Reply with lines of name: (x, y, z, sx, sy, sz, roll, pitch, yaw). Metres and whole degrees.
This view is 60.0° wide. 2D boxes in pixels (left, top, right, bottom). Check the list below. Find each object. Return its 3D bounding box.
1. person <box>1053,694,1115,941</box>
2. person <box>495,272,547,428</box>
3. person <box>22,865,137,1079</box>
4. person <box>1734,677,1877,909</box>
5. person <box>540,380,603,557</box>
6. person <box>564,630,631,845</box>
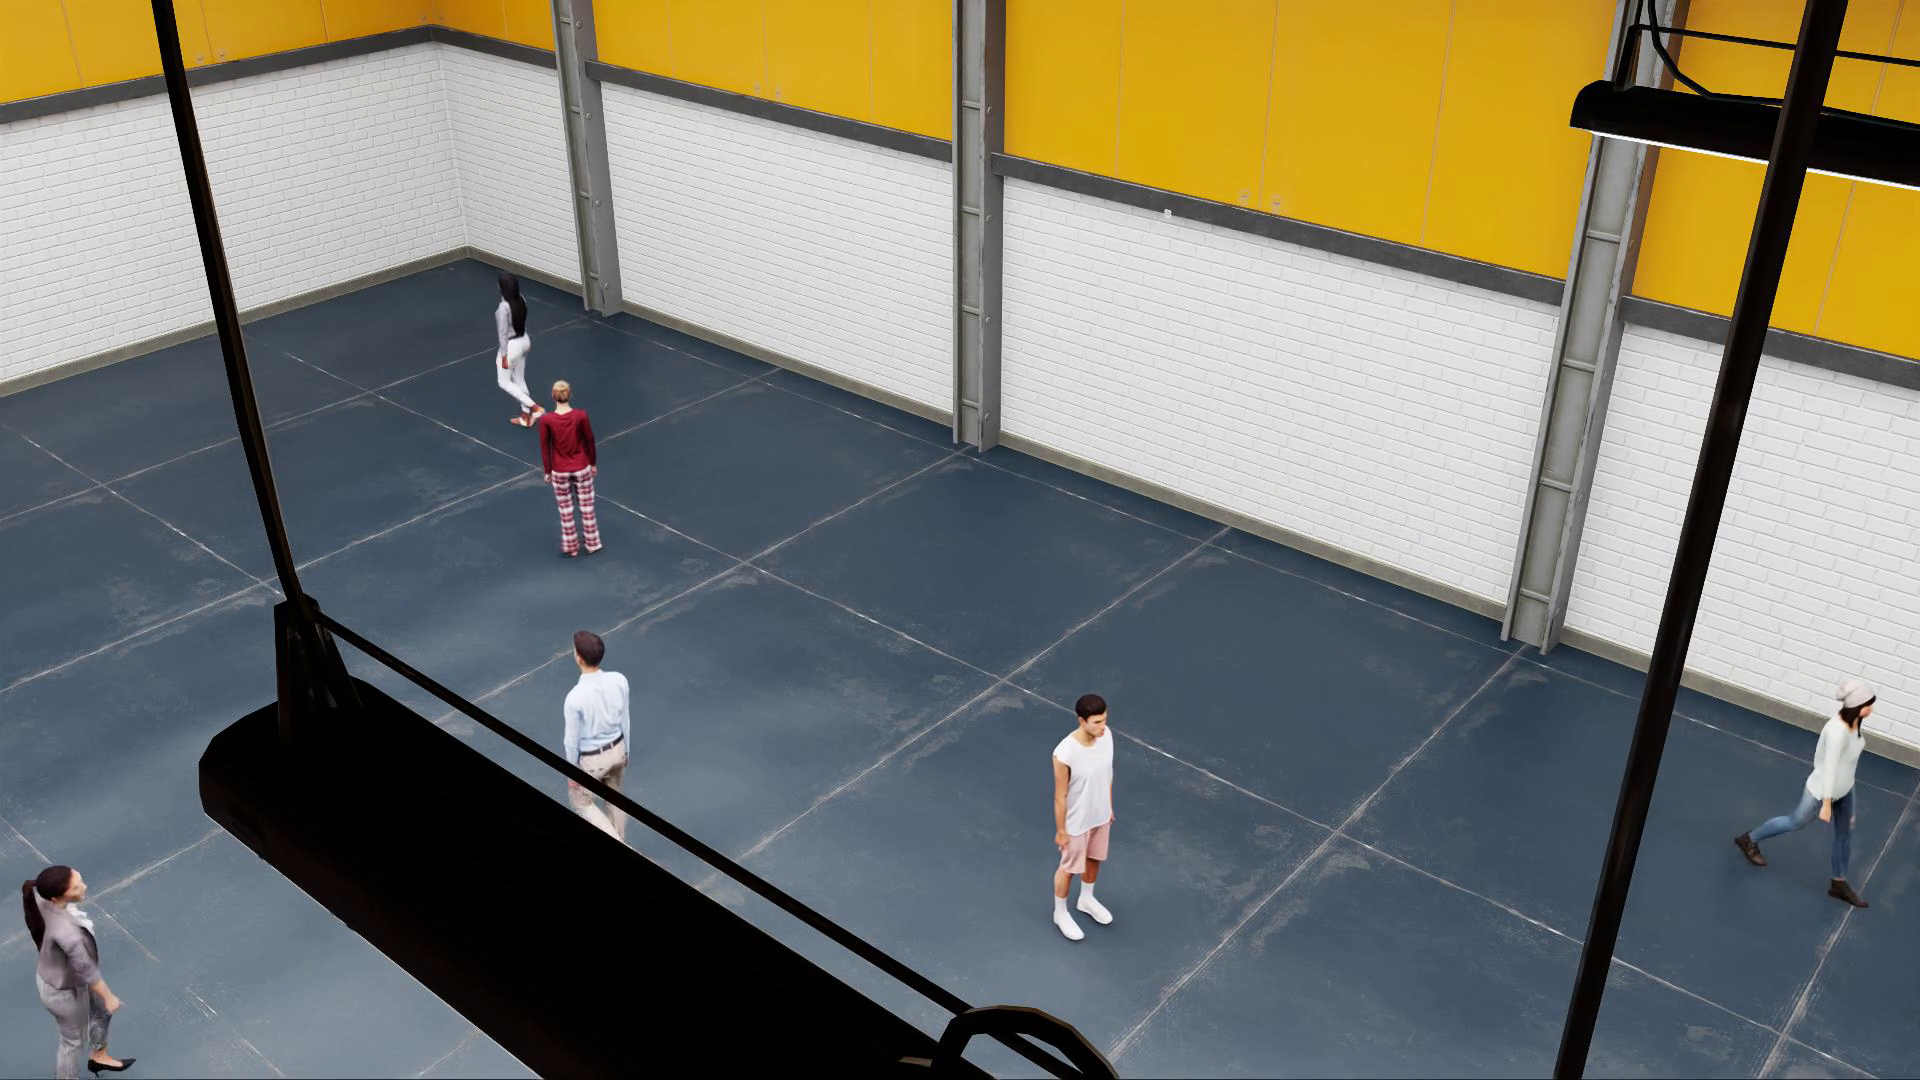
person: (0.771, 1.699, 10.444, 0.647, 1.784, 0.601, -24, 37, -36)
person: (-4.529, -1.928, 17.170, 0.827, 1.712, 0.738, 10, 30, 18)
person: (-4.968, 2.489, 9.153, 0.686, 1.634, 0.763, 23, 36, 35)
person: (5.569, 1.589, 10.830, 1.116, 1.608, 0.628, 25, 37, 38)
person: (-3.477, -0.654, 14.847, 0.692, 1.699, 0.683, -9, 30, -17)
person: (-2.312, 1.449, 10.842, 0.814, 1.842, 0.686, 25, 37, 38)
